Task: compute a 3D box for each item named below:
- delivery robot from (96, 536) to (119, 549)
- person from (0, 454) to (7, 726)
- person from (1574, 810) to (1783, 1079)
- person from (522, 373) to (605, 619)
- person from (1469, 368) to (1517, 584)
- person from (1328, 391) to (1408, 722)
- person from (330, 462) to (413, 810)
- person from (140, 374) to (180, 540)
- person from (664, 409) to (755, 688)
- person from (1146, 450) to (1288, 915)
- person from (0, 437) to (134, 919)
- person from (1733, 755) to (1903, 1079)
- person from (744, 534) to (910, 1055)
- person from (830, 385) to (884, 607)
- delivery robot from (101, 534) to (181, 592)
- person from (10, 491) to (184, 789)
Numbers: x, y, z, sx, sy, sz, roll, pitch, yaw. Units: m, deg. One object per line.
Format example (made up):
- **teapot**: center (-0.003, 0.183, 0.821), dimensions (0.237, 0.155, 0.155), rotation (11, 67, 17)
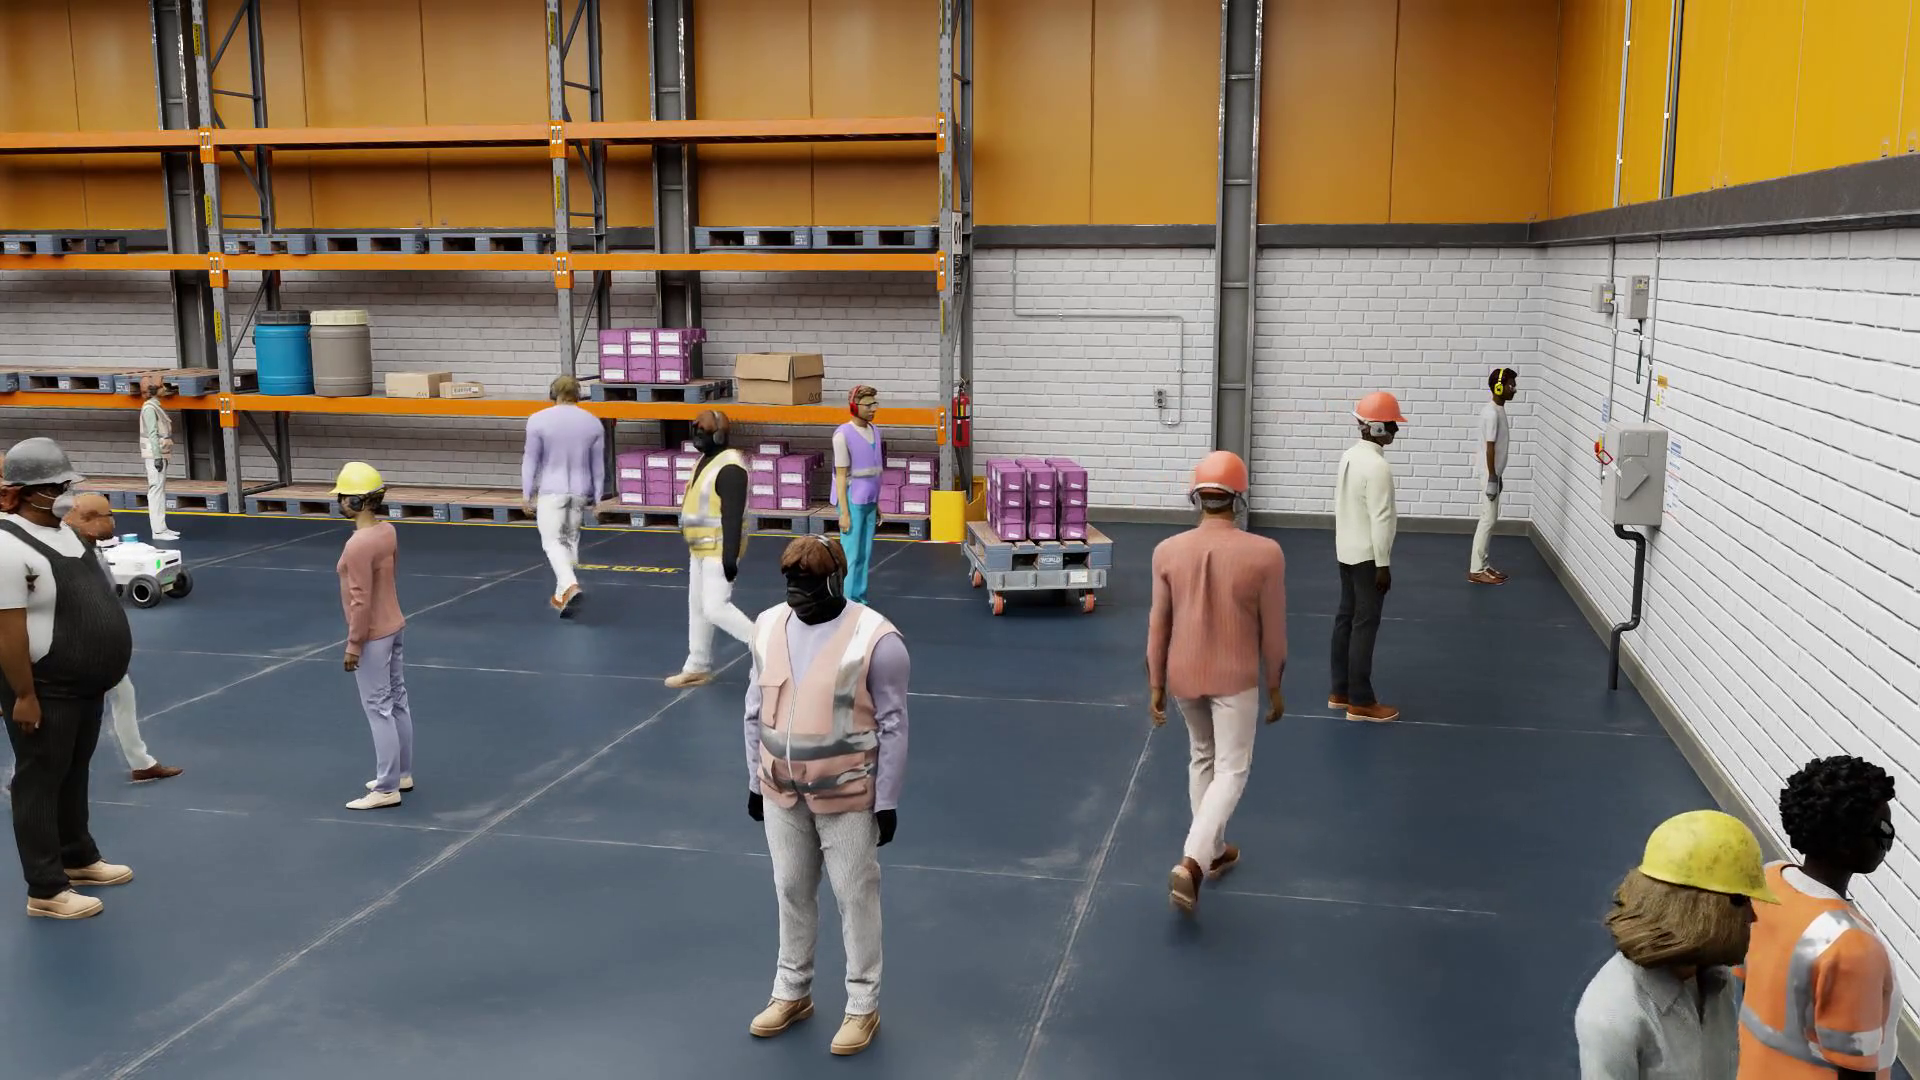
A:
- **delivery robot**: center (-7.539, 0.075, 14.178), dimensions (0.707, 0.478, 0.477), rotation (3, 10, 16)
- **person**: center (-5.711, 0.293, 9.972), dimensions (0.284, 1.634, 0.498), rotation (-9, 13, -43)
- **person**: center (1.357, 1.381, 3.290), dimensions (0.581, 1.719, 0.506), rotation (-6, 12, -34)
- **person**: center (-3.031, -0.334, 12.959), dimensions (0.674, 1.905, 0.808), rotation (-7, 12, -35)
- **person**: center (4.599, -0.545, 14.310), dimensions (0.329, 1.854, 0.503), rotation (3, 10, 20)
- **person**: center (2.478, 0.093, 10.088), dimensions (0.397, 1.992, 0.623), rotation (-1, 10, -8)
- **person**: center (-2.997, 0.484, 8.452), dimensions (0.316, 1.768, 0.524), rotation (0, 10, 0)
- **person**: center (-7.965, -0.817, 16.514), dimensions (0.307, 1.645, 0.520), rotation (-4, 10, -22)
- **person**: center (-1.569, 0.061, 10.782), dimensions (0.630, 1.831, 0.646), rotation (-4, 11, -24)
- **person**: center (1.071, 0.604, 7.166), dimensions (0.609, 1.965, 0.905), rotation (6, 11, 31)
- **person**: center (-3.837, 0.570, 7.130), dimensions (0.537, 2.000, 0.679), rotation (-1, 10, -7)
- **person**: center (1.921, 1.309, 3.769), dimensions (0.316, 1.696, 0.541), rotation (0, 10, 2)
- **person**: center (-0.494, 0.885, 5.856), dimensions (0.633, 1.841, 0.429), rotation (5, 11, 26)
- **person**: center (-0.775, -0.248, 12.547), dimensions (0.387, 1.845, 0.565), rotation (5, 11, 25)
- **delivery robot**: center (-6.700, 0.196, 13.461), dimensions (0.707, 0.478, 0.477), rotation (1, 10, 8)
- **person**: center (-4.519, 0.544, 8.578), dimensions (0.819, 1.597, 0.516), rotation (-8, 12, -38)
